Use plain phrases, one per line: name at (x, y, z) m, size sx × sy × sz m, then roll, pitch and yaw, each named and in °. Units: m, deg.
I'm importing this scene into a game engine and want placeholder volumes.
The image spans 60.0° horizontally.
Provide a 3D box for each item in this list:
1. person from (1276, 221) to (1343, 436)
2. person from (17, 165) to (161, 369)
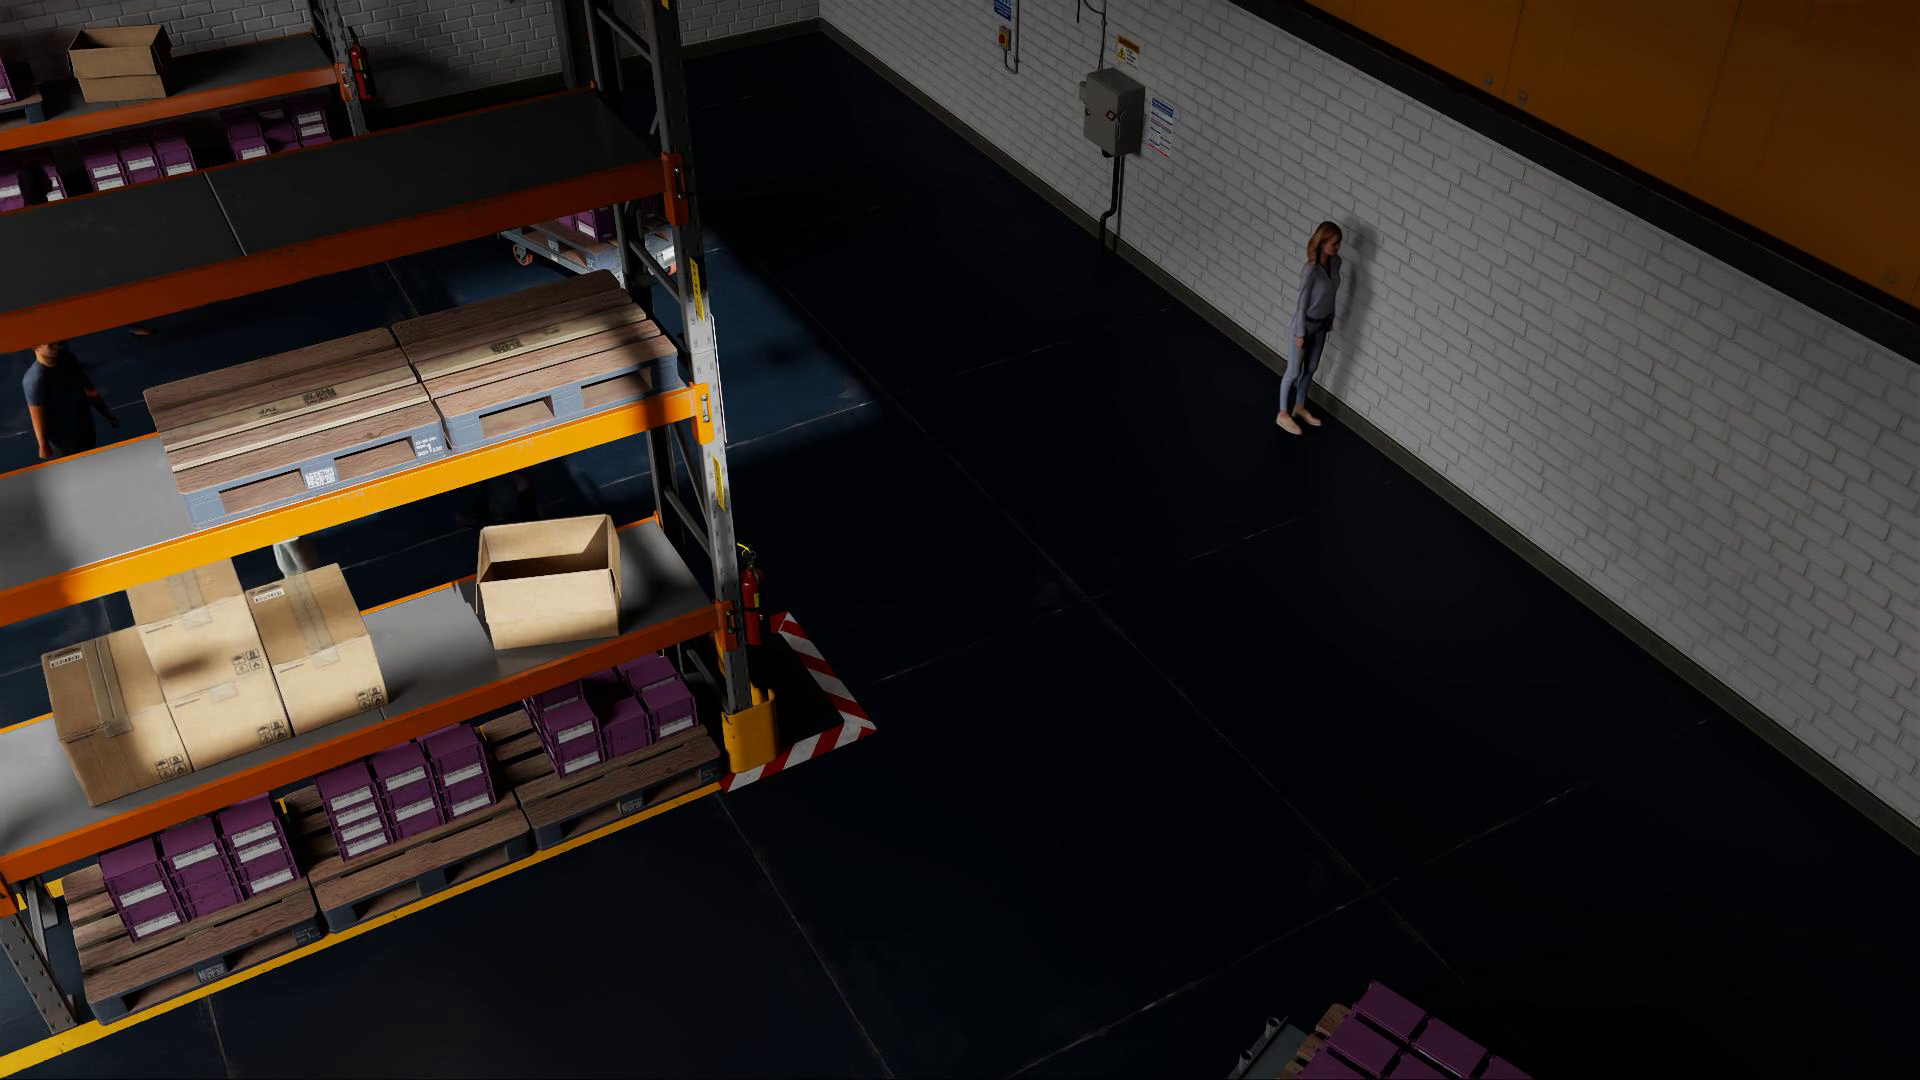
person at (2.693, -1.643, 12.801) m, size 0.502 × 1.795 × 0.678 m, roll -27°, pitch 46°, yaw -30°
person at (-7.346, -2.144, 13.463) m, size 1.145 × 1.753 × 0.791 m, roll -30°, pitch 47°, yaw -32°
